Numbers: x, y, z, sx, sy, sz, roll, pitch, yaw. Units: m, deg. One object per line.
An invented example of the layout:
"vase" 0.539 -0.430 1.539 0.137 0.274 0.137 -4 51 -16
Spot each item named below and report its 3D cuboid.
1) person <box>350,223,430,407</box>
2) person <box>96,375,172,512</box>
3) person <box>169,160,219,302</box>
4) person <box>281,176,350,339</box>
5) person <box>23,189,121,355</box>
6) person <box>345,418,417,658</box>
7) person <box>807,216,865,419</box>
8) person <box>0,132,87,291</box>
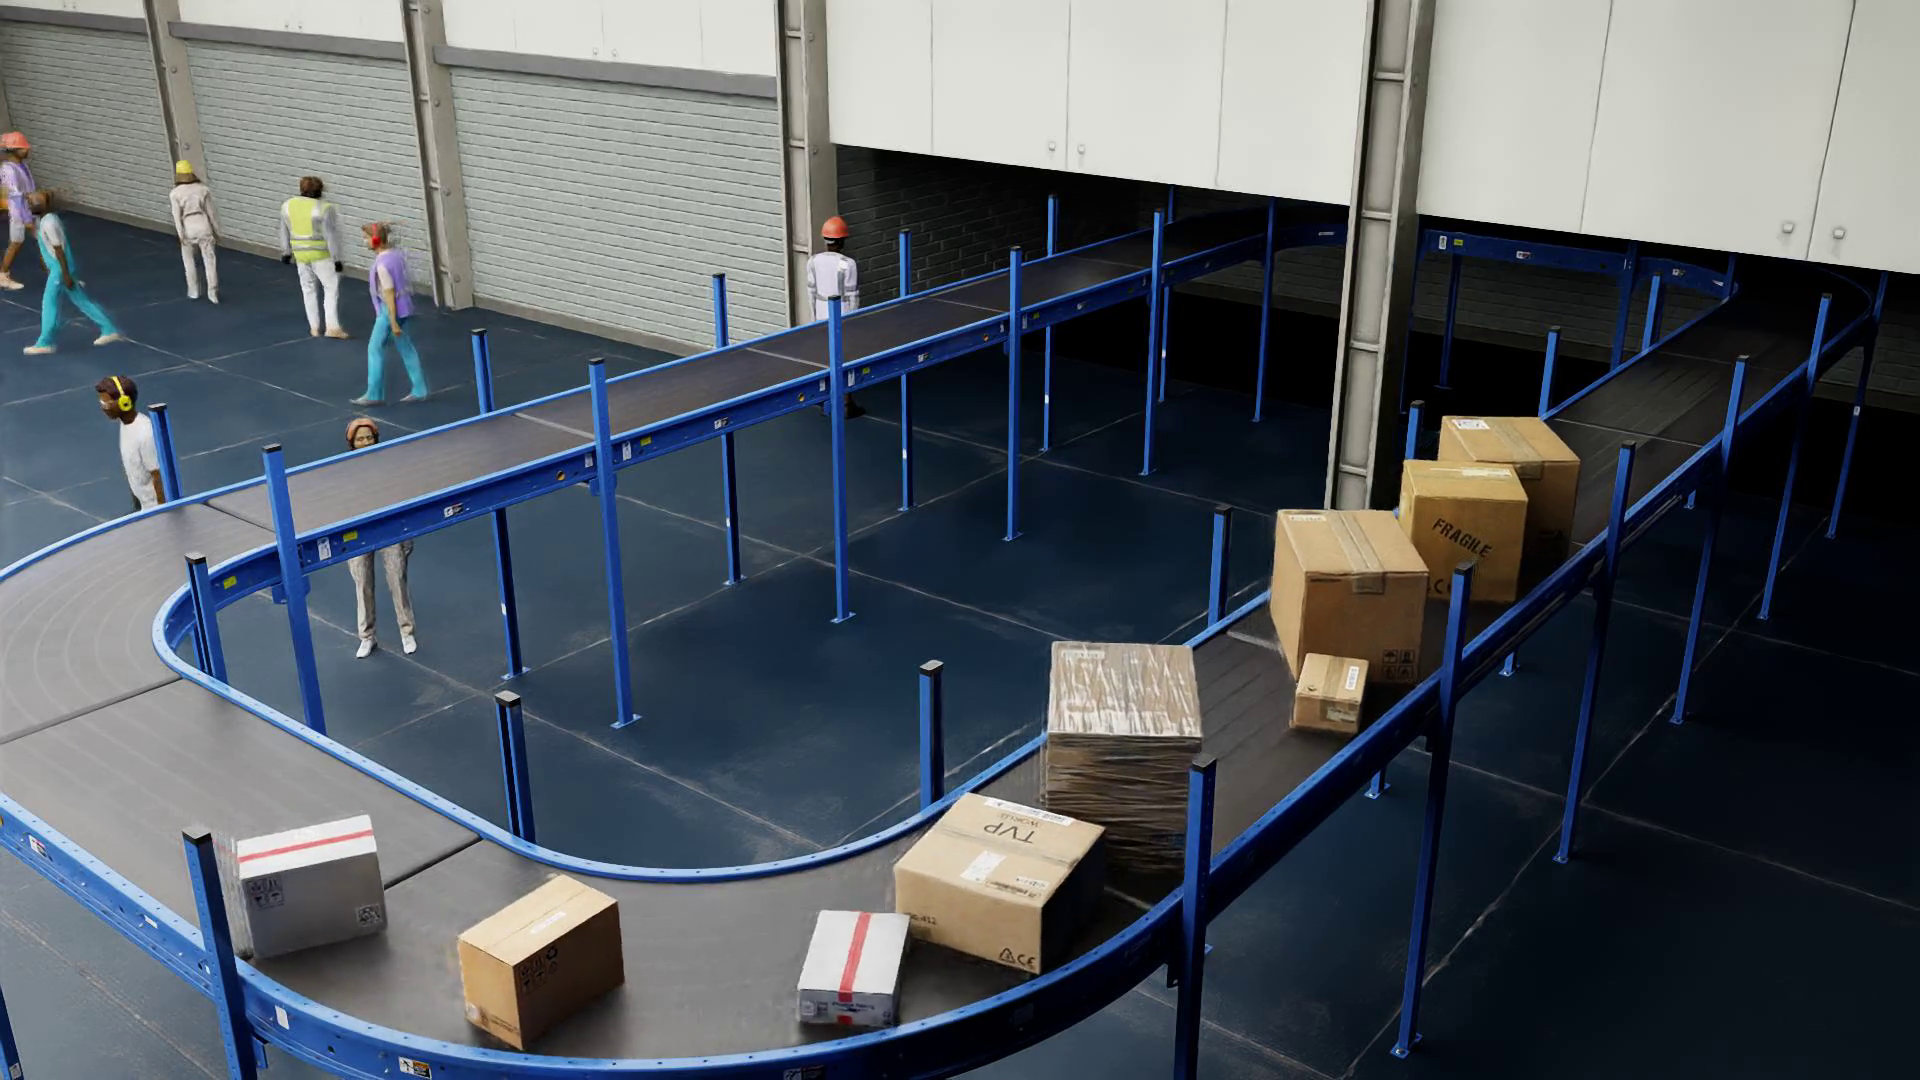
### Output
"person" -5.698 -2.197 16.297 0.845 1.813 0.576 -1 22 -3
"person" -5.475 -0.229 11.247 0.361 1.857 0.638 -15 26 -33
"person" -9.454 -3.822 20.561 0.495 1.714 0.748 -14 26 -32
"person" -7.358 -3.179 18.782 0.788 1.836 0.507 4 22 10
"person" -9.878 -2.960 18.281 0.978 1.796 0.512 -9 23 -21
"person" -3.868 -0.021 10.995 0.514 1.645 0.308 -4 22 -11
"person" -1.184 -2.122 15.935 0.542 1.939 0.369 11 24 25
"person" -11.821 -4.136 20.997 1.063 1.988 0.625 -3 22 -7
